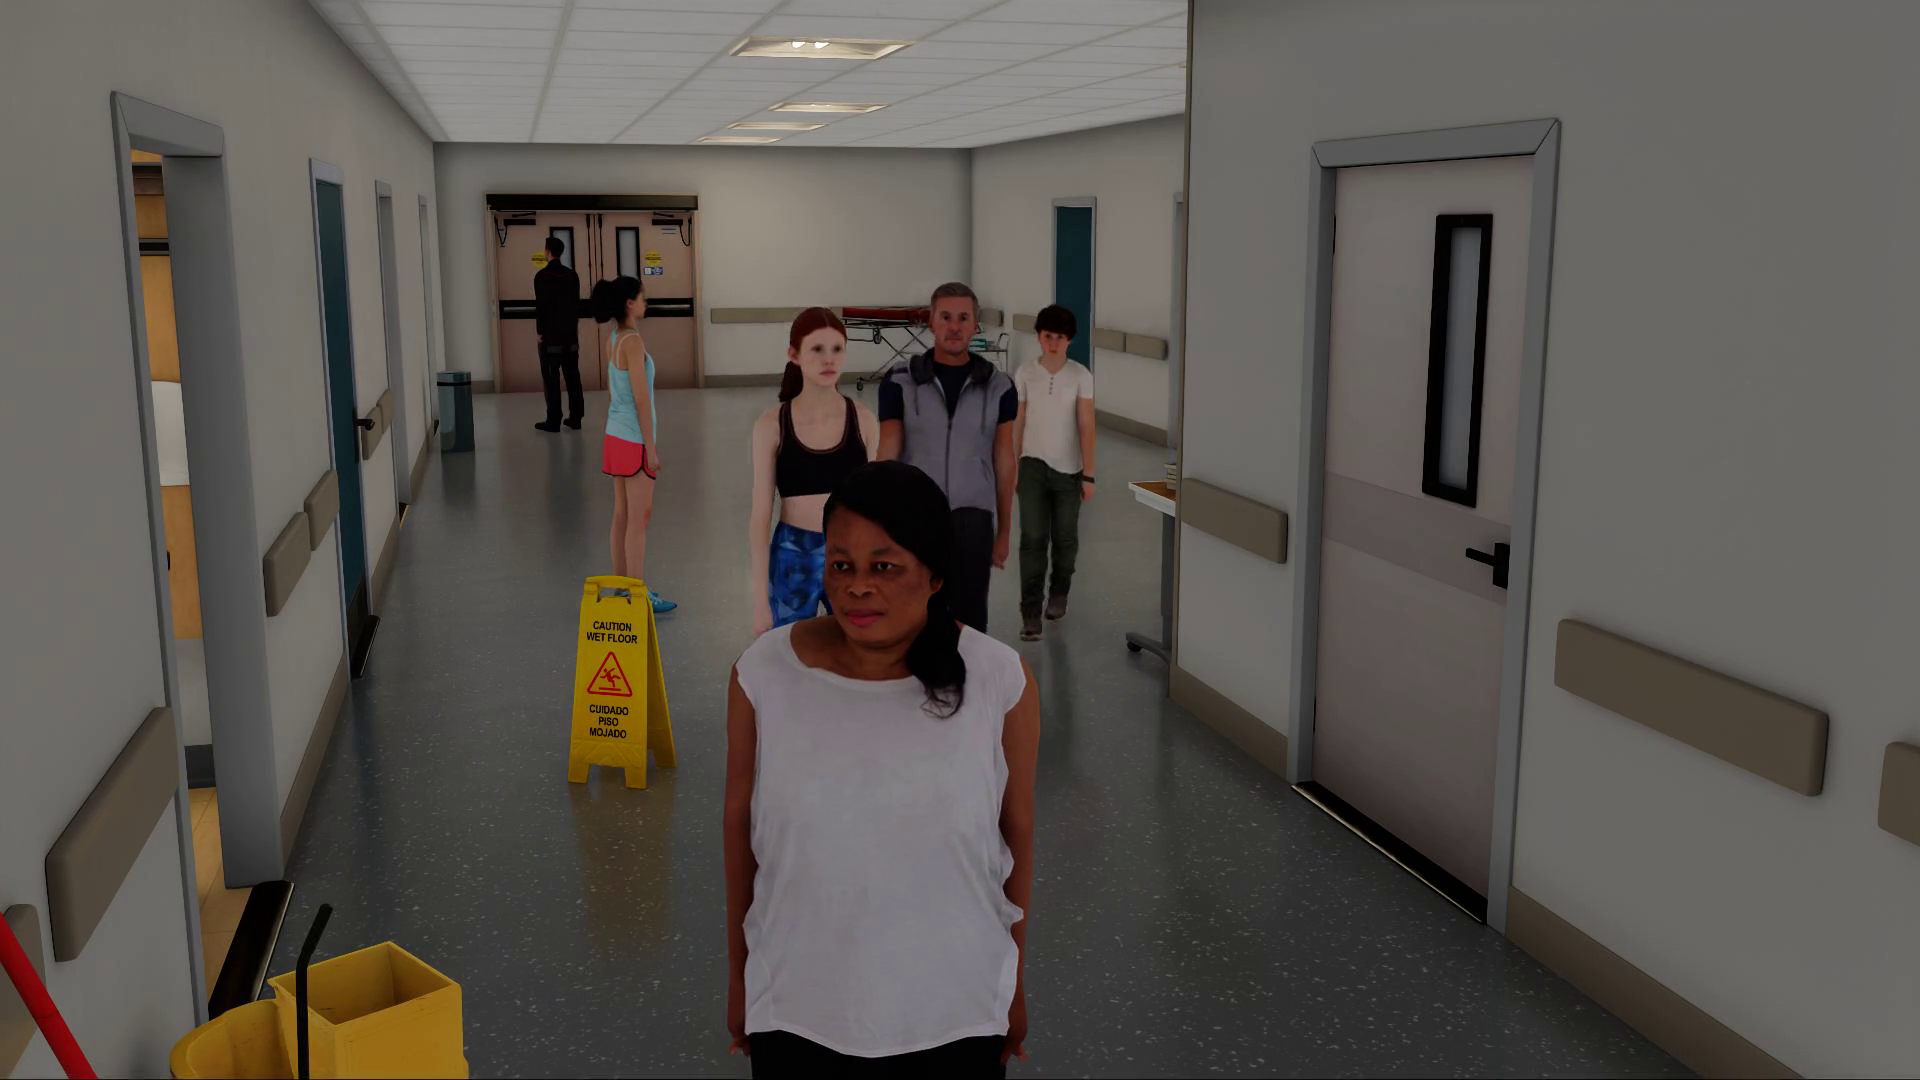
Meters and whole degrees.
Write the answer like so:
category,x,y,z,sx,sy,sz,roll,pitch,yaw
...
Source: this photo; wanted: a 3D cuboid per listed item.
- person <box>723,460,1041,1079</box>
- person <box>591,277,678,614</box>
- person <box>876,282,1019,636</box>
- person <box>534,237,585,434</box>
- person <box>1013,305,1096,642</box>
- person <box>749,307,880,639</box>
category,x,y,z,sx,sy,sz,roll,pitch,yaw
person,-0.118,0.705,2.629,0.734,1.687,0.717,1,11,4
person,-1.725,-0.499,8.767,0.716,1.765,0.584,-6,12,-29
person,-0.079,-0.054,6.336,0.856,1.796,1.251,-1,11,-3
person,-4.000,-2.048,16.528,0.804,1.913,0.779,8,14,38
person,0.477,-0.317,8.239,0.903,1.604,1.221,2,11,9
person,-0.468,0.193,5.209,0.604,1.731,1.202,-3,11,-17
